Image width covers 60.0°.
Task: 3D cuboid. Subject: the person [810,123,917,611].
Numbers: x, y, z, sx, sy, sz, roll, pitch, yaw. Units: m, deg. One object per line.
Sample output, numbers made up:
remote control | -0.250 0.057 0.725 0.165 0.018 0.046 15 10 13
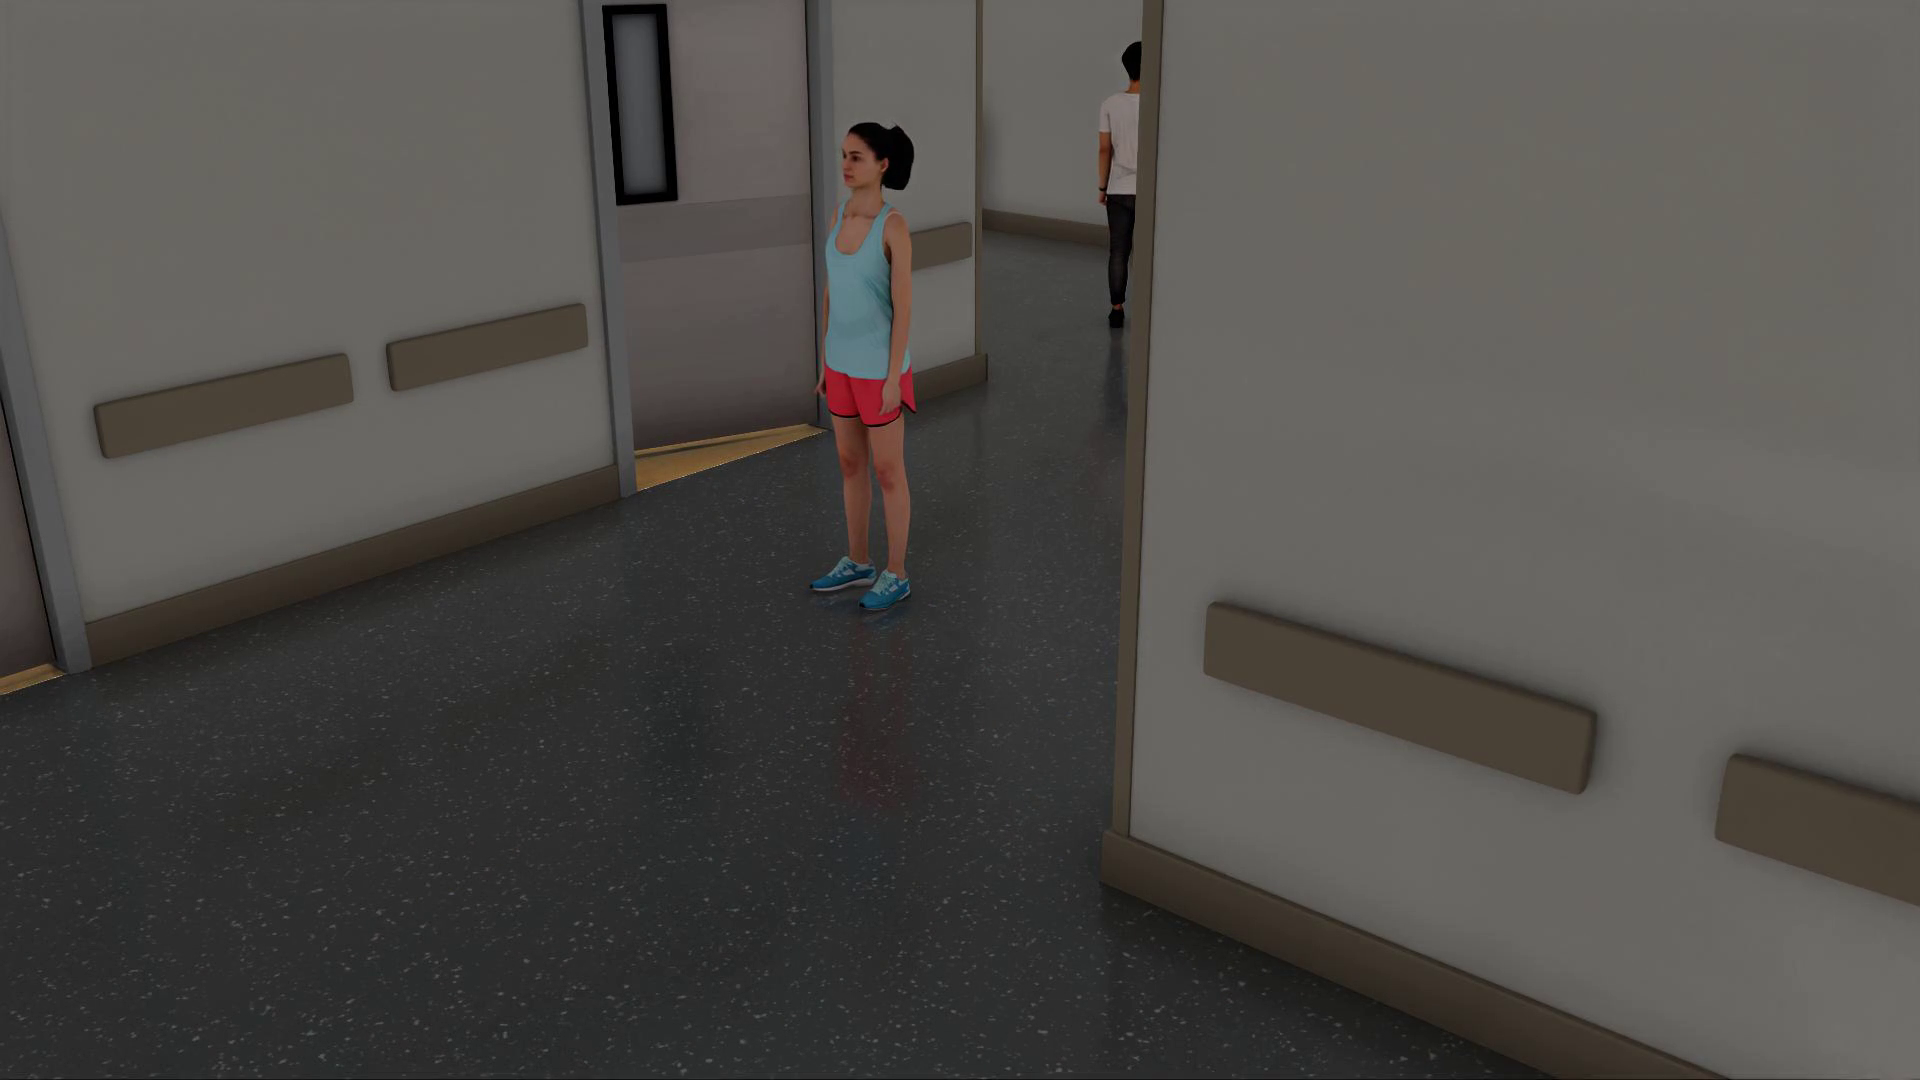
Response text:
person | -0.338 -0.618 6.047 0.609 1.765 0.597 -19 28 -41
